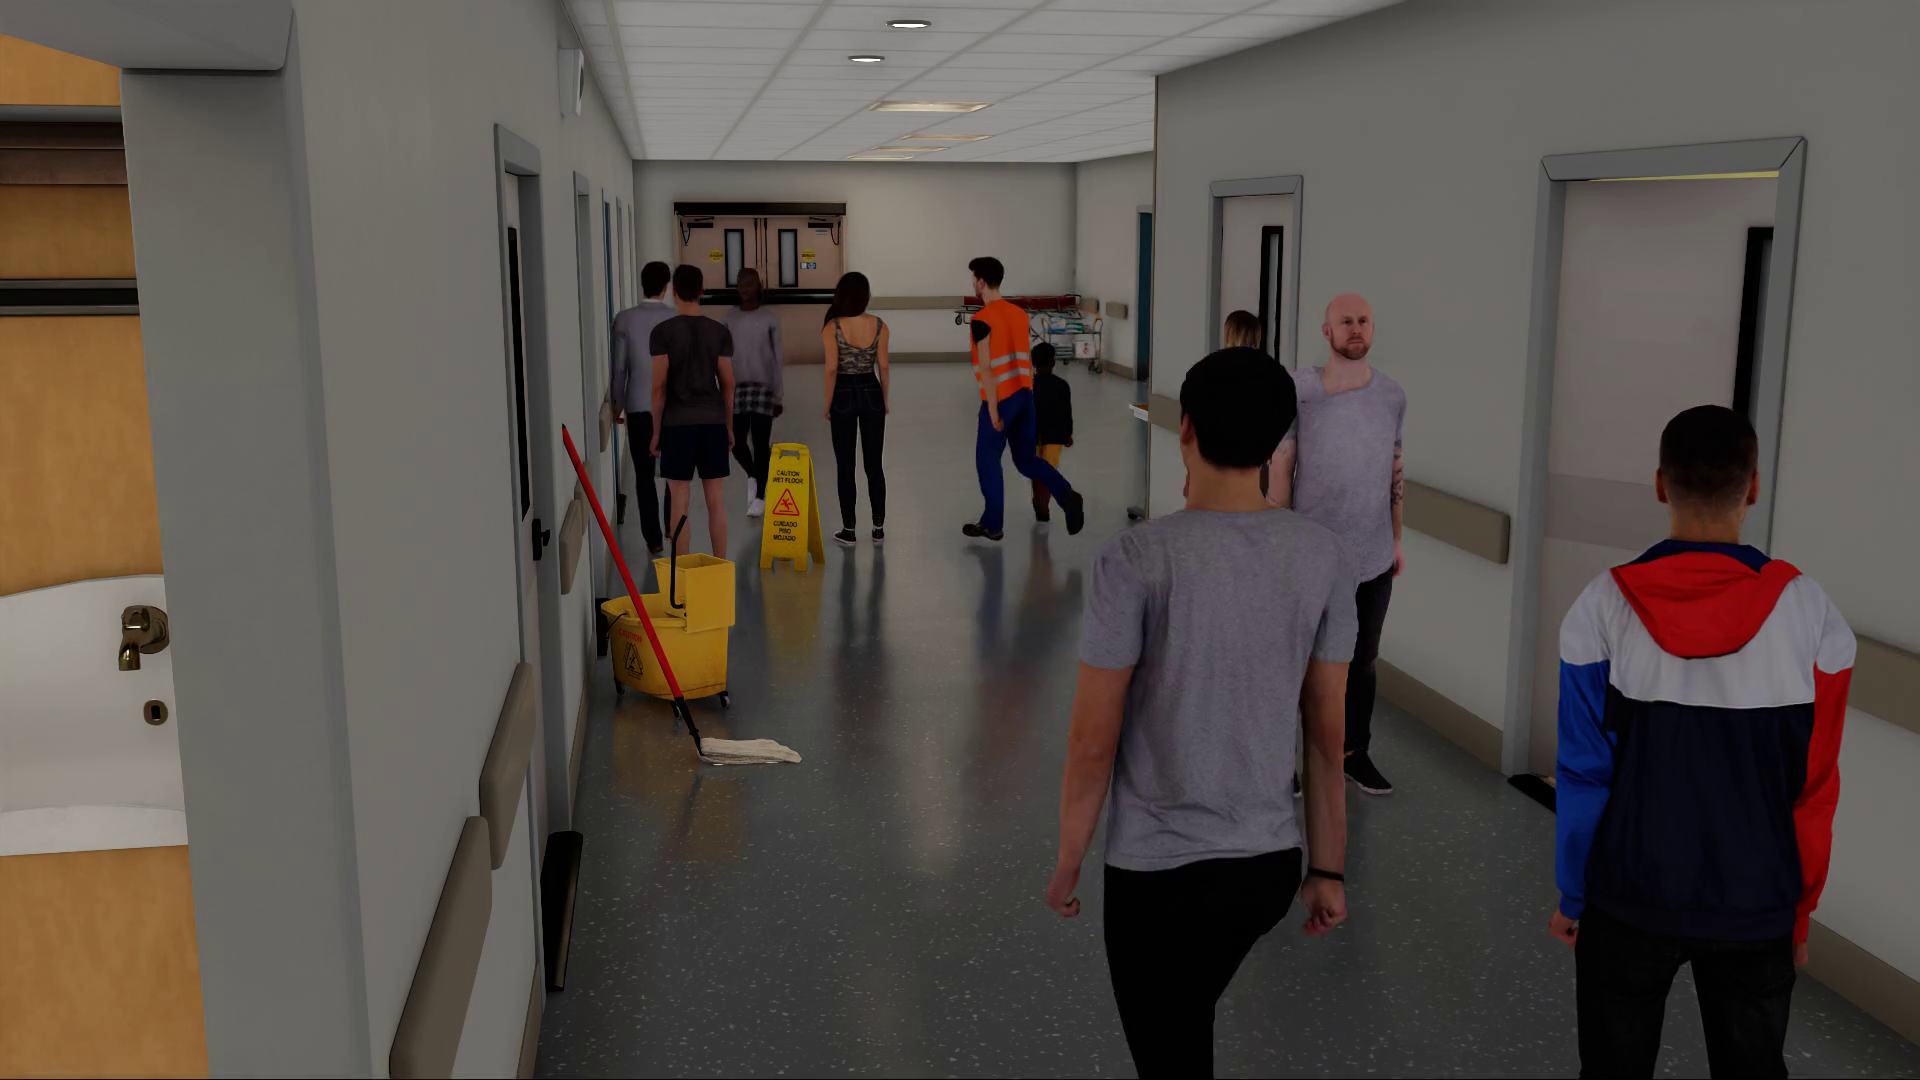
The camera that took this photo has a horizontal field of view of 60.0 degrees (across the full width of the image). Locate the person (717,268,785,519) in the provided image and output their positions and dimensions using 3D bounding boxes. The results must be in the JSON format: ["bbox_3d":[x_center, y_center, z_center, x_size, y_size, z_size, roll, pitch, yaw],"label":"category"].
[{"bbox_3d":[-1.463,-1.057,11.927,0.778,1.759,0.904,1,11,3],"label":"person"}]

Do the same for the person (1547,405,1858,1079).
[{"bbox_3d":[1.324,0.632,3.030,0.717,1.758,0.700,3,11,16],"label":"person"}]

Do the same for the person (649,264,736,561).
[{"bbox_3d":[-1.502,-0.617,9.359,0.713,1.853,0.652,-6,12,-27],"label":"person"}]

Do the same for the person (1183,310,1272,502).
[{"bbox_3d":[1.339,-0.245,7.917,0.614,1.660,0.586,-3,11,-14],"label":"person"}]

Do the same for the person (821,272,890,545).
[{"bbox_3d":[-0.672,-0.870,10.916,0.644,1.769,0.588,-4,11,-20],"label":"person"}]

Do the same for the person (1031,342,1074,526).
[{"bbox_3d":[0.582,-0.720,11.531,0.719,1.244,0.903,3,11,14],"label":"person"}]

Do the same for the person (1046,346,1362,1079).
[{"bbox_3d":[0.463,0.618,2.904,0.875,1.833,1.239,-5,12,-24],"label":"person"}]

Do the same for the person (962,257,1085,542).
[{"bbox_3d":[0.378,-0.854,10.647,1.270,1.838,1.143,10,14,42],"label":"person"}]

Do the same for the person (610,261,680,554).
[{"bbox_3d":[-1.928,-0.817,10.497,0.702,1.820,0.895,-2,11,-10],"label":"person"}]

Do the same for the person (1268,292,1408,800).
[{"bbox_3d":[1.377,0.015,6.066,0.661,1.838,0.570,-2,11,-8],"label":"person"}]
